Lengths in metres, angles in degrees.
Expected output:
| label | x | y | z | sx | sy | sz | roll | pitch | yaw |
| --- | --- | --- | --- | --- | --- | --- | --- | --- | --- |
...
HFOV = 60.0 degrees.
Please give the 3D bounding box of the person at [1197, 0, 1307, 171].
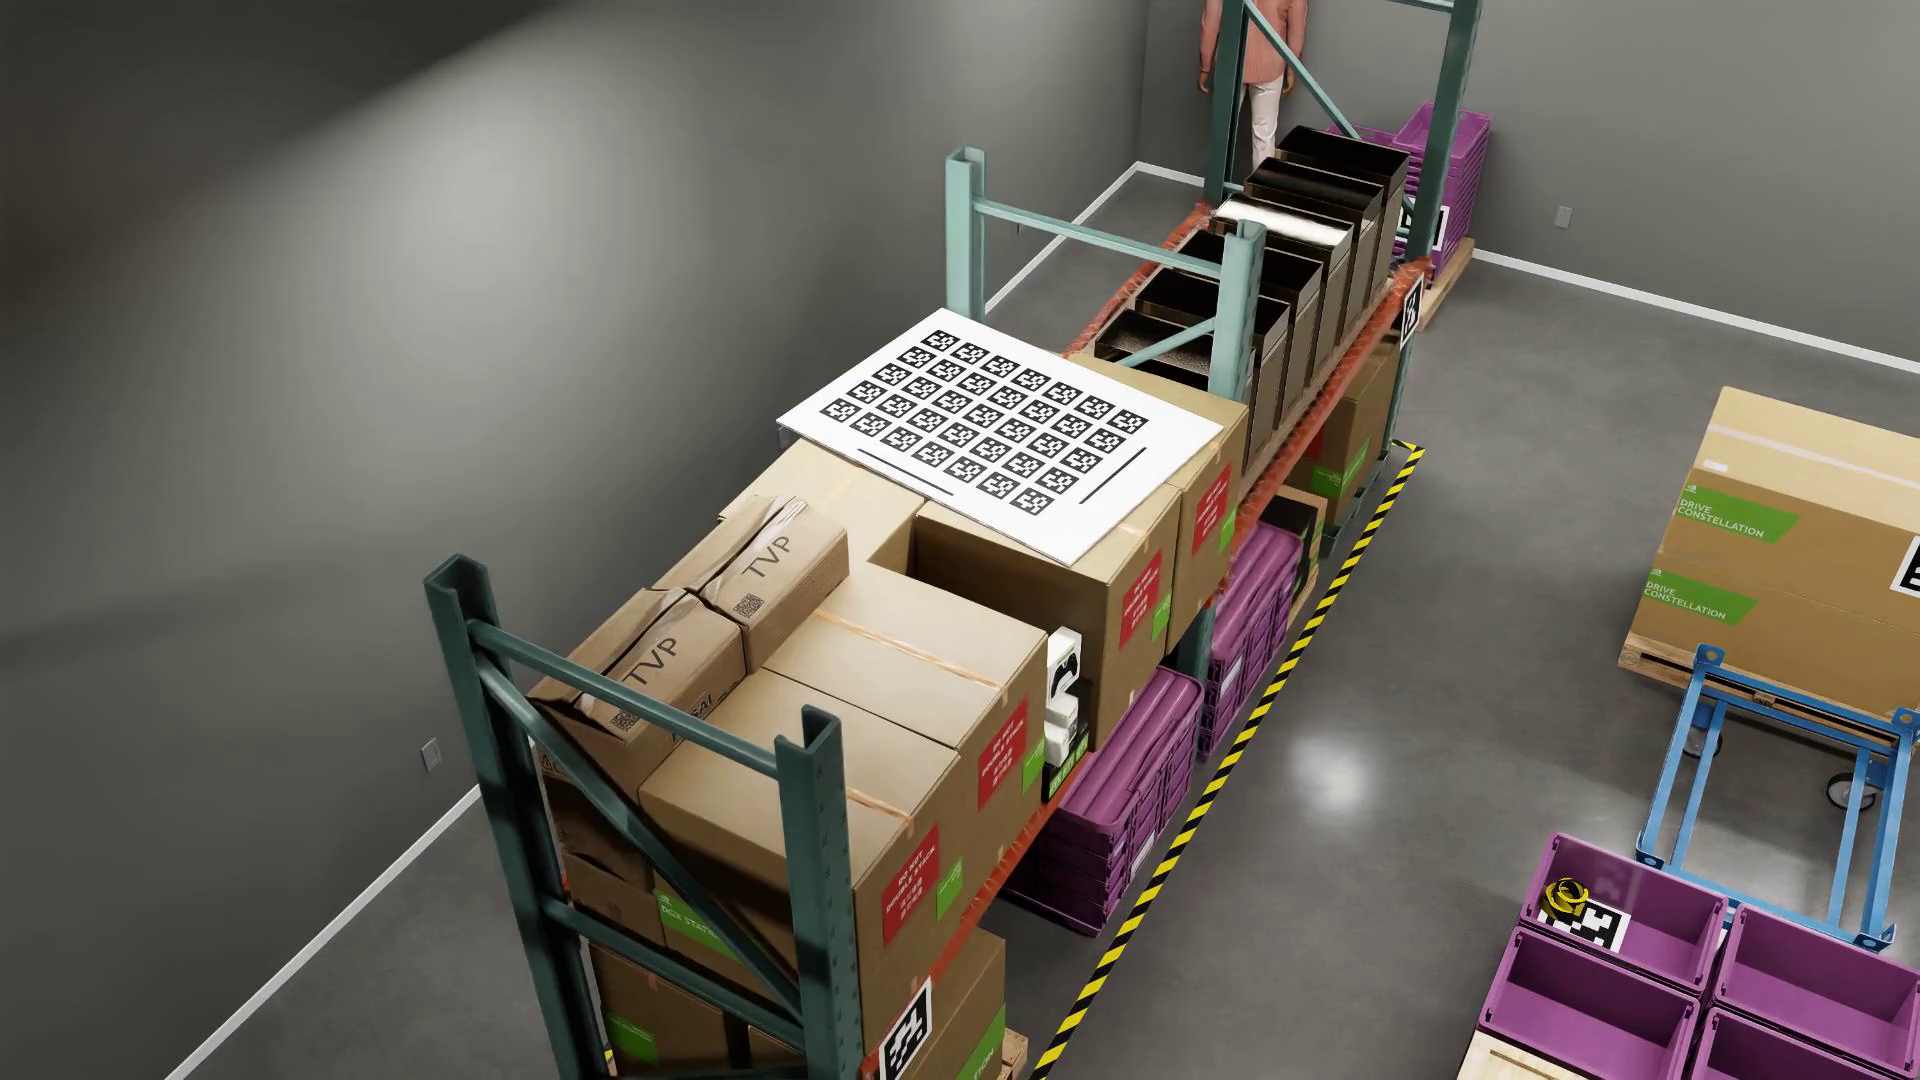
| label | x | y | z | sx | sy | sz | roll | pitch | yaw |
| --- | --- | --- | --- | --- | --- | --- | --- | --- | --- |
| person | 1.725 | -2.838 | 9.935 | 0.612 | 1.996 | 0.388 | 5 | 40 | 6 |
